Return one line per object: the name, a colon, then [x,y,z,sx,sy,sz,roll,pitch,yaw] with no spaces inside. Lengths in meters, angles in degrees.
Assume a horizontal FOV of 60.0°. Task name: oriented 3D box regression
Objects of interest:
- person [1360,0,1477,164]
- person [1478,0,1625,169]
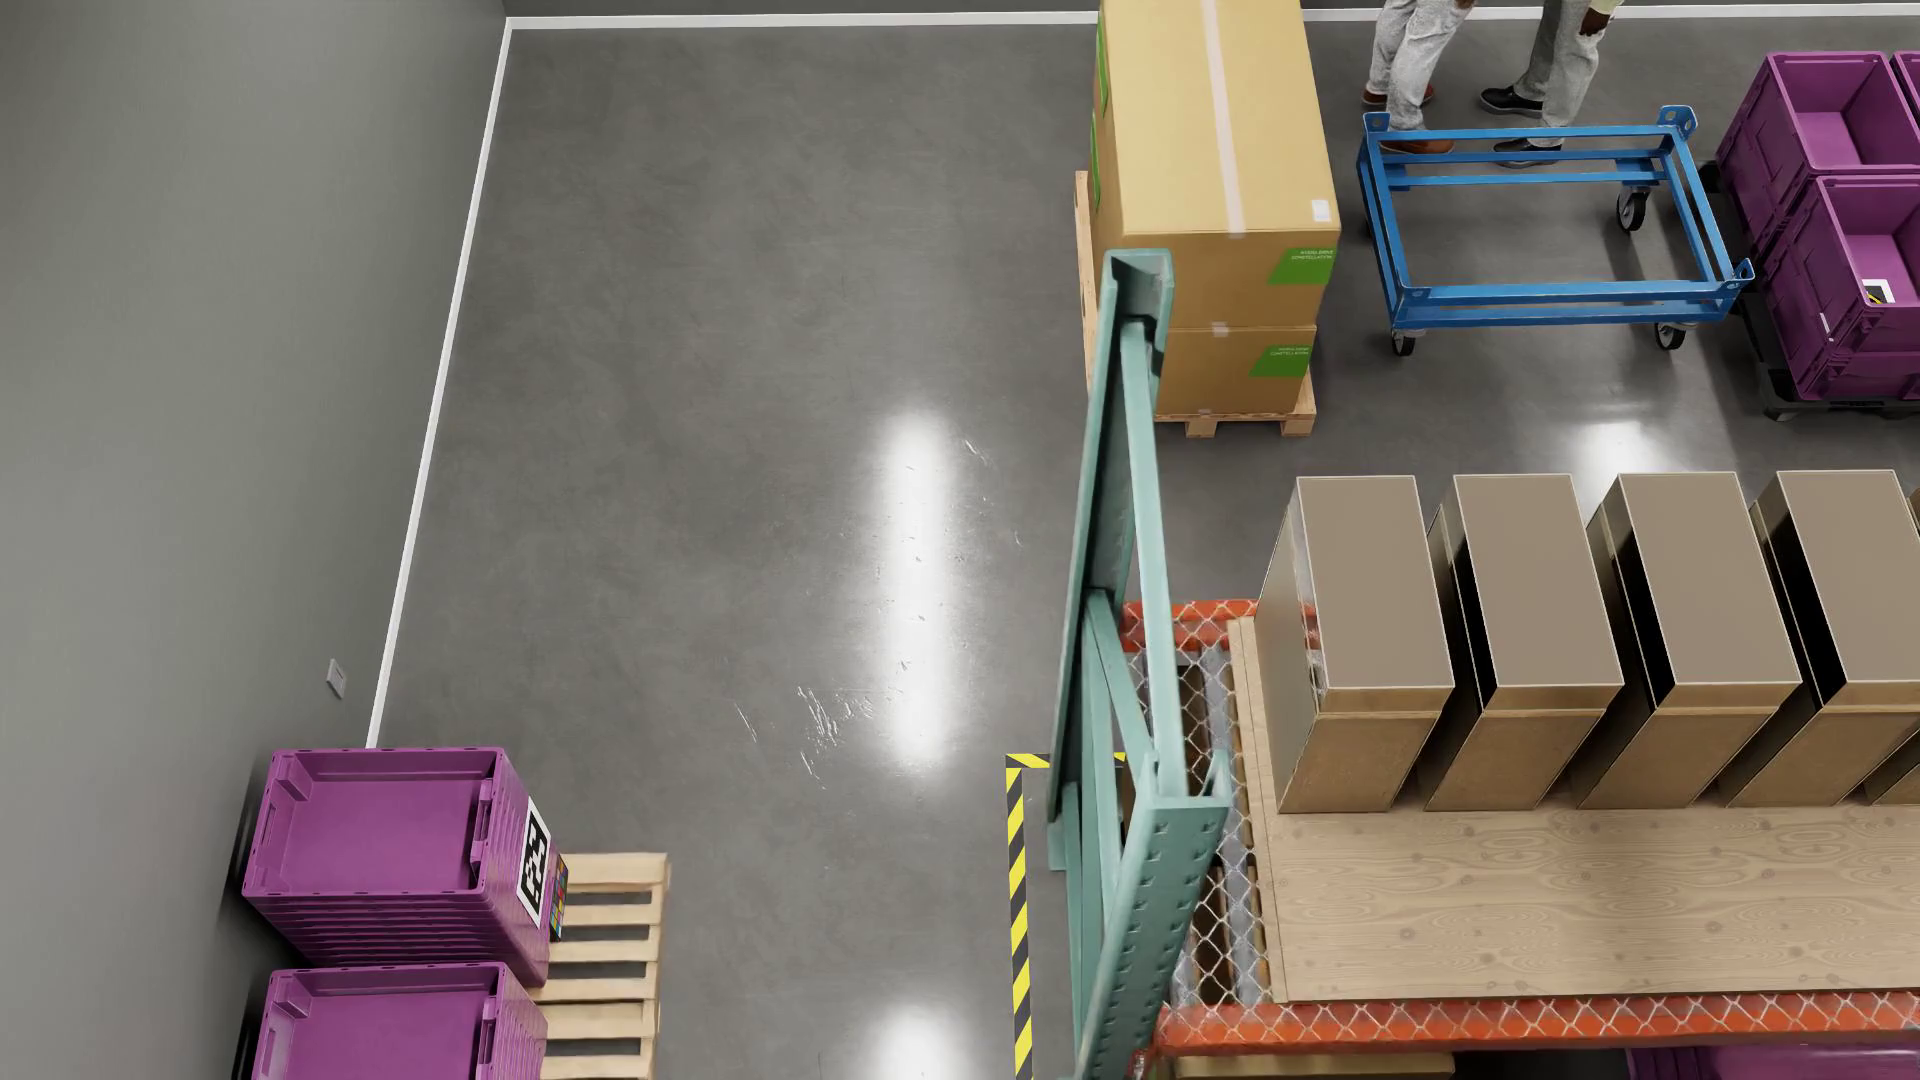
person: [1.822,-2.252,6.084,0.374,1.939,0.629,-2,58,-1]
person: [2.309,-2.156,6.081,0.404,1.836,0.602,1,58,1]
